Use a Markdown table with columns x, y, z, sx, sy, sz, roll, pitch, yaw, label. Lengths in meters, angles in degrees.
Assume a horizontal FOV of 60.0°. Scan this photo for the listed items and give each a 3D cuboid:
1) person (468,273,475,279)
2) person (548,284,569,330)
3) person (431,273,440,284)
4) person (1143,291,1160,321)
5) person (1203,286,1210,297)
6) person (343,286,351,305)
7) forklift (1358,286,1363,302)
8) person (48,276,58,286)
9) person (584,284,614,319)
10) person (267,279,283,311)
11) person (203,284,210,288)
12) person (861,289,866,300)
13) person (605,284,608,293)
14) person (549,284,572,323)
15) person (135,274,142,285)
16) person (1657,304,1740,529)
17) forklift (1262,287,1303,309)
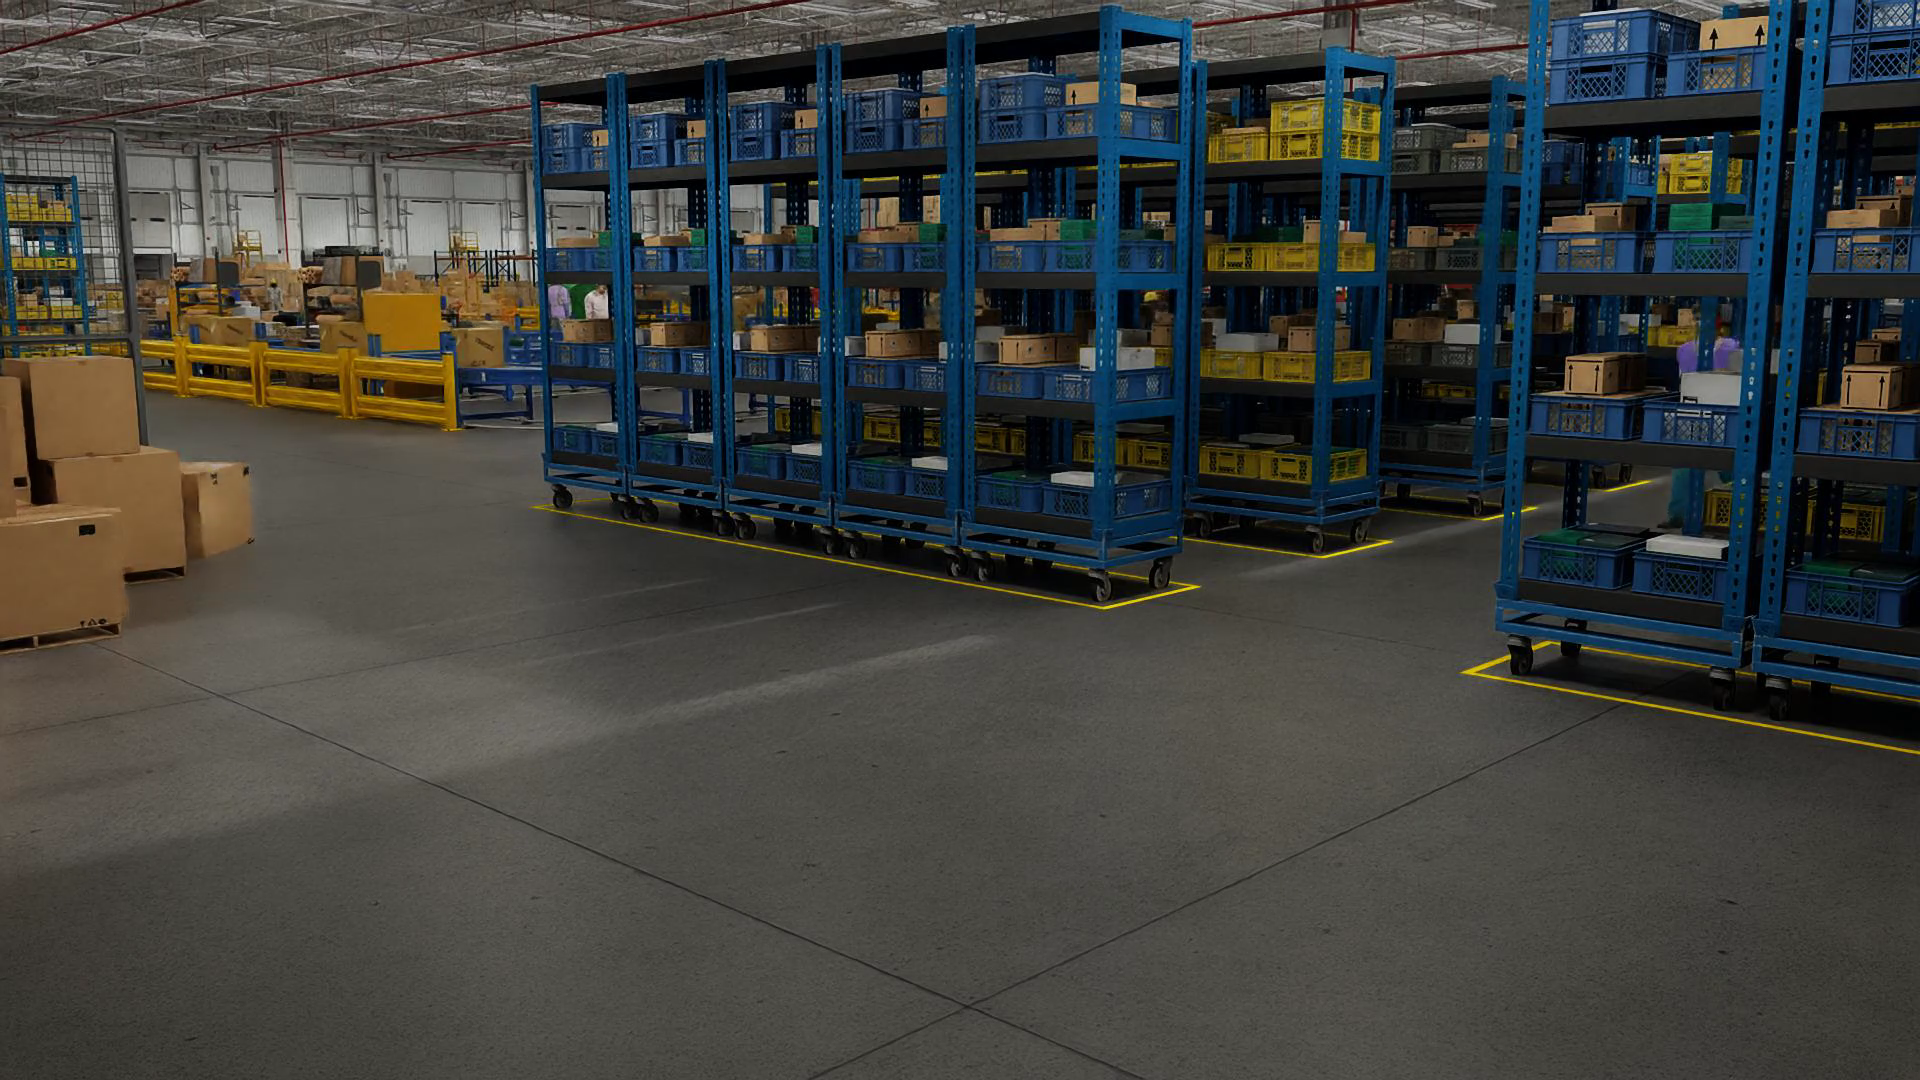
| x | y | z | sx | sy | sz | roll | pitch | yaw | label |
| --- | --- | --- | --- | --- | --- | --- | --- | --- | --- |
| -17.198 | -8.438 | 58.621 | 0.540 | 1.927 | 0.393 | -7 | 12 | -38 | person |
| -9.049 | -5.077 | 37.619 | 0.614 | 2.046 | 0.362 | 6 | 11 | 34 | person |
| -28.104 | -13.414 | 89.384 | 0.620 | 1.840 | 0.430 | 6 | 11 | 31 | person |
| 3.058 | -3.085 | 26.414 | 0.535 | 1.720 | 0.893 | 9 | 13 | 42 | person |
| 8.187 | -7.635 | 54.569 | 0.507 | 1.632 | 0.277 | 6 | 11 | 32 | person |
| -22.132 | -8.653 | 60.144 | 0.441 | 1.850 | 0.559 | -6 | 11 | -31 | person |
| 11.100 | -7.017 | 46.970 | 1.873 | 2.768 | 1.129 | 9 | 13 | 43 | forklift |
| -35.499 | -9.446 | 65.066 | 0.594 | 1.837 | 0.979 | 2 | 9 | 10 | person |
| -7.065 | -4.206 | 32.762 | 0.396 | 1.899 | 0.644 | 9 | 13 | 43 | person |
| -24.823 | -8.596 | 60.255 | 0.500 | 1.701 | 0.883 | -4 | 10 | -25 | person |
| -37.012 | -12.125 | 81.430 | 0.891 | 1.871 | 0.600 | -2 | 10 | -15 | person |
| -4.443 | -11.006 | 75.116 | 0.326 | 1.670 | 0.711 | 7 | 12 | 37 | person |
| -12.869 | -8.592 | 60.429 | 0.515 | 1.636 | 0.314 | 4 | 10 | 22 | person |
| -10.031 | -5.664 | 41.718 | 0.559 | 1.887 | 0.993 | -6 | 11 | -31 | person |
| -42.297 | -12.795 | 85.635 | 0.547 | 1.819 | 1.001 | 9 | 13 | 44 | person |
| 6.023 | -0.998 | 13.366 | 0.933 | 1.810 | 0.582 | -7 | 12 | -38 | person |
| 10.769 | -8.203 | 54.240 | 1.129 | 2.768 | 1.873 | 8 | 12 | 42 | forklift |
